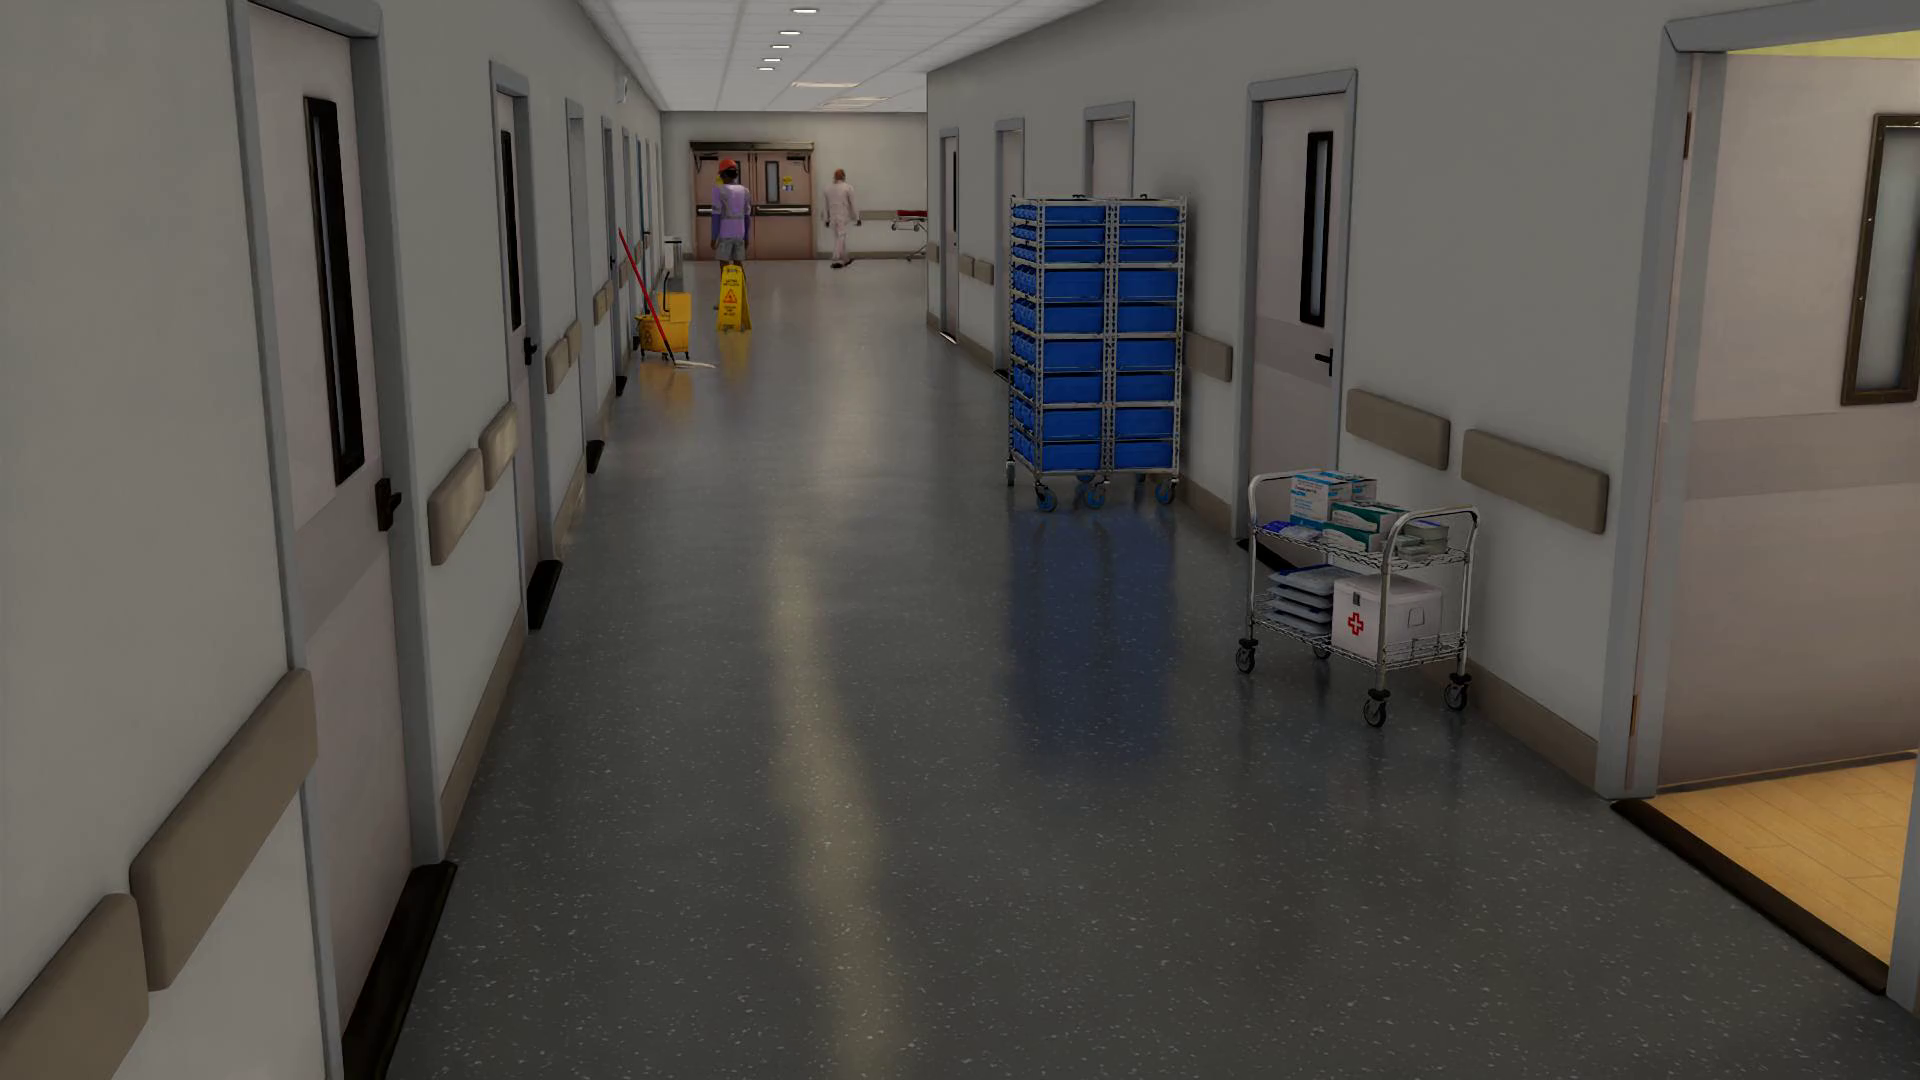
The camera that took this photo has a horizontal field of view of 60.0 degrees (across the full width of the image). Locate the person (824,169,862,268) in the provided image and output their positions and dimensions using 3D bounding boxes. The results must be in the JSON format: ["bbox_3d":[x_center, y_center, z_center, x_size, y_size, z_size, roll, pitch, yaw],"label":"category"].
[{"bbox_3d":[-2.243,-6.193,32.048,0.659,1.854,0.975,8,15,30],"label":"person"}]

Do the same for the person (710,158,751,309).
[{"bbox_3d":[-3.131,-4.150,22.613,0.612,2.033,0.408,-12,18,-43],"label":"person"}]
